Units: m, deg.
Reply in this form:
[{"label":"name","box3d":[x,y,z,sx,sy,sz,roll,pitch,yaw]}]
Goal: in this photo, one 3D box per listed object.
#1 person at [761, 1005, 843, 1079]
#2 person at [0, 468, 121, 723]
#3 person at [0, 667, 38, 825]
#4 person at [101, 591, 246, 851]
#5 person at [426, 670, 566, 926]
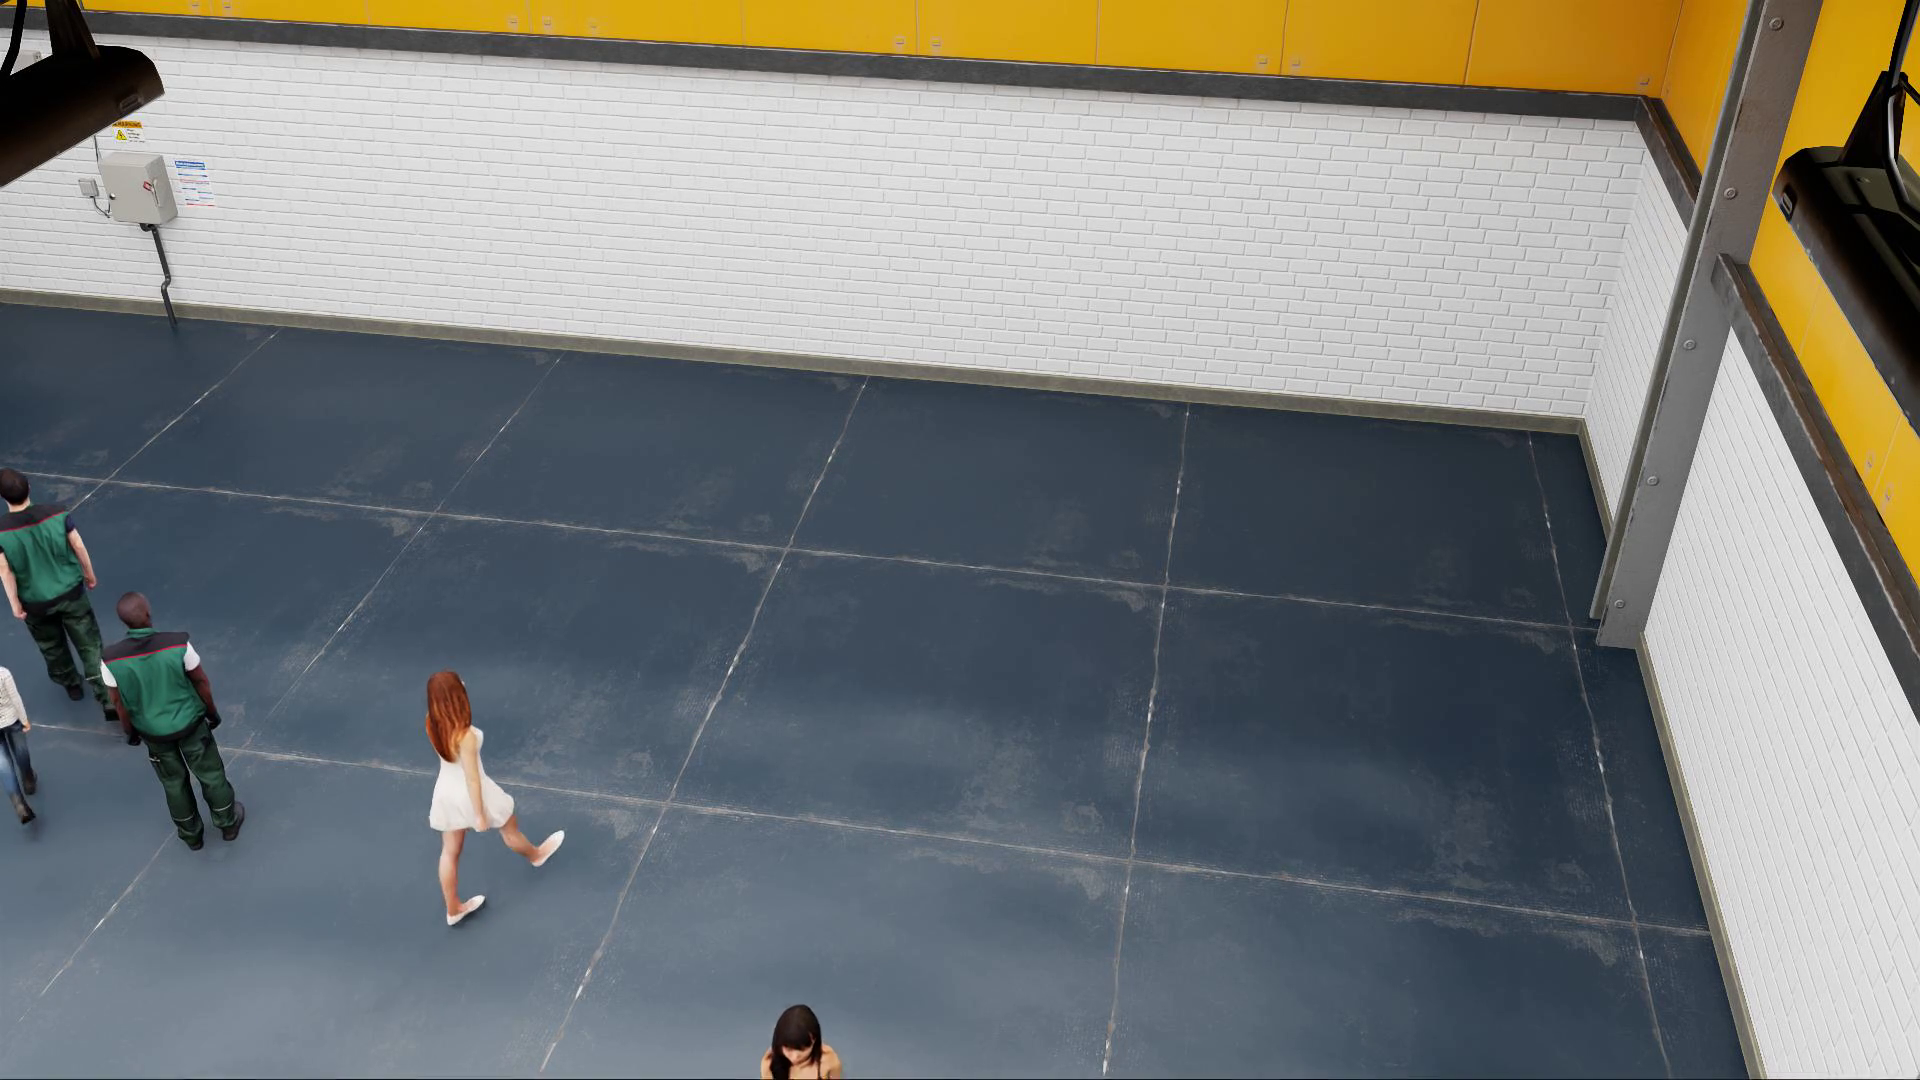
[{"label":"person","box3d":[-0.717,2.701,7.783,0.647,1.631,0.931,0,34,0]},{"label":"person","box3d":[-5.984,0.405,11.020,1.185,1.872,1.227,-22,40,-30]},{"label":"person","box3d":[-5.984,1.193,10.354,0.799,1.296,0.922,-16,37,-22]},{"label":"person","box3d":[-4.746,1.095,10.013,0.779,1.837,0.782,-12,36,-18]},{"label":"person","box3d":[-2.902,1.515,9.528,0.889,1.674,1.155,21,39,29]}]
